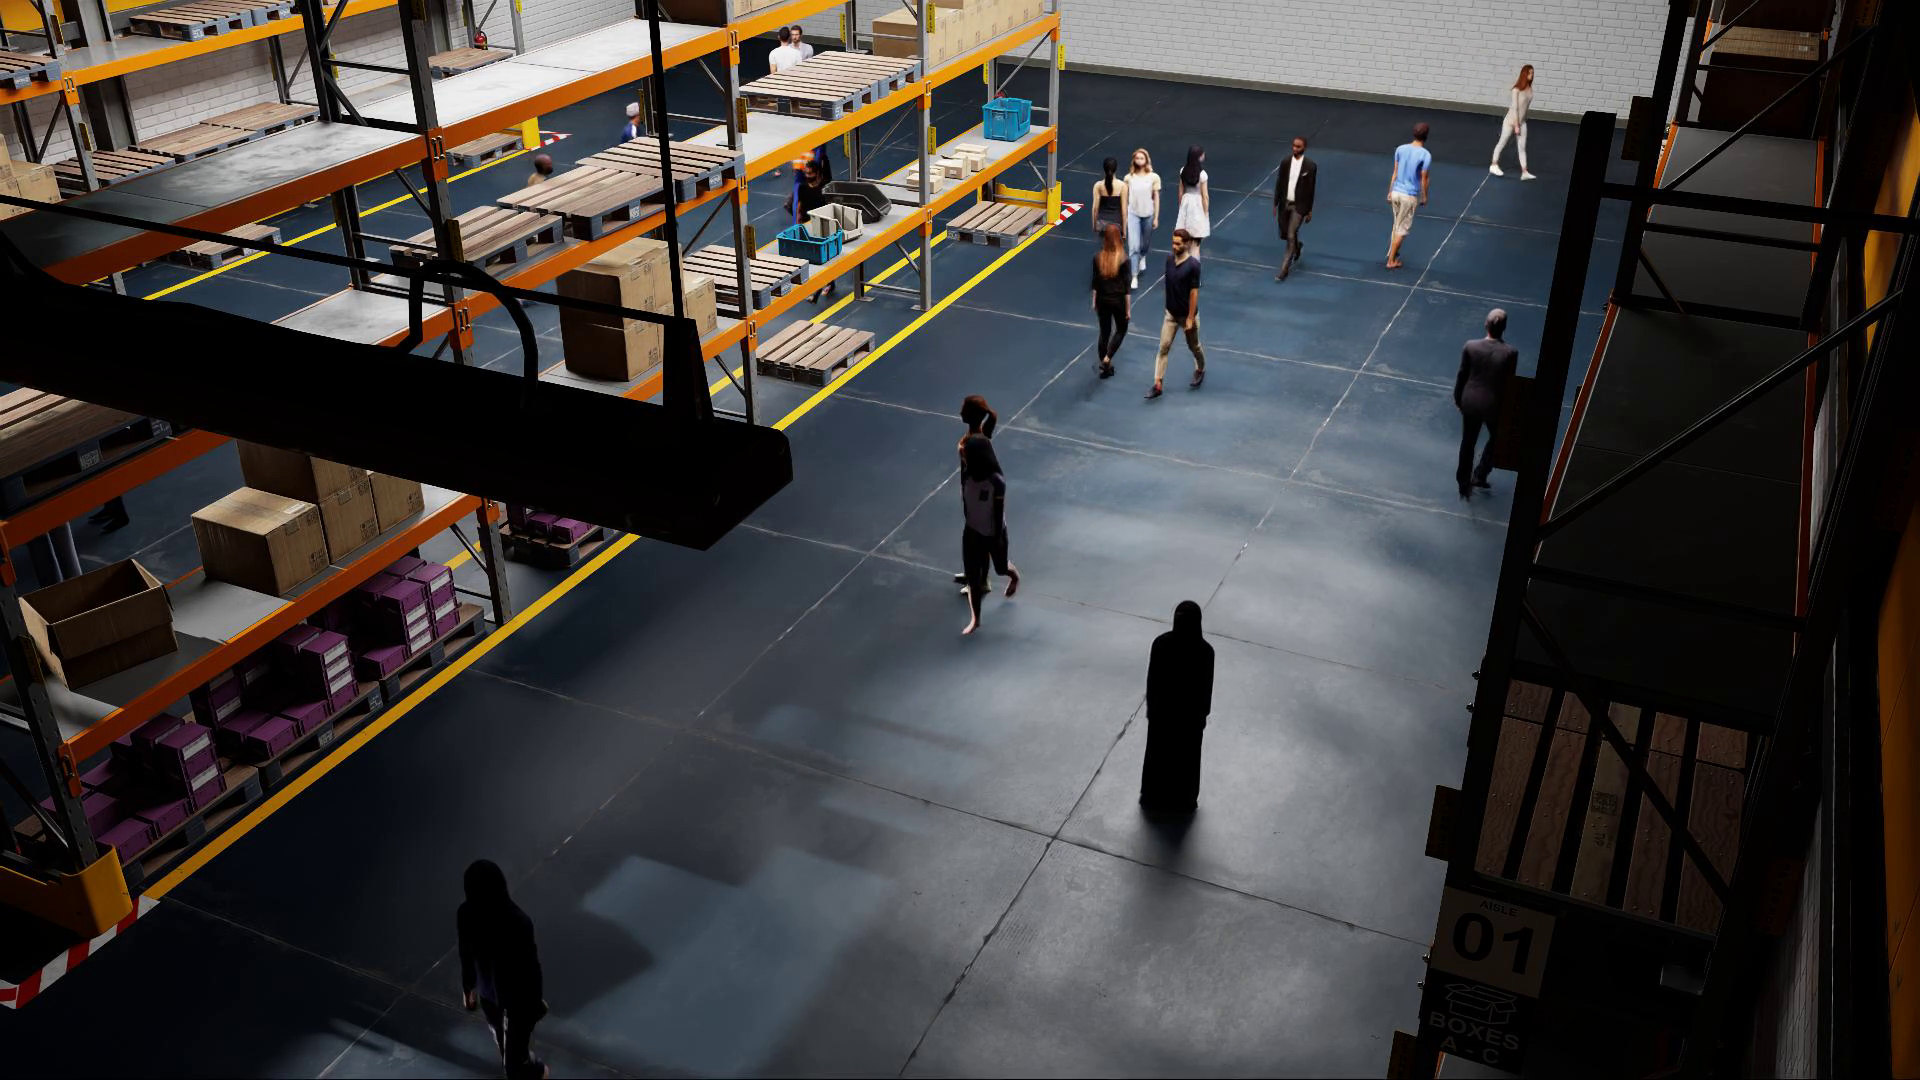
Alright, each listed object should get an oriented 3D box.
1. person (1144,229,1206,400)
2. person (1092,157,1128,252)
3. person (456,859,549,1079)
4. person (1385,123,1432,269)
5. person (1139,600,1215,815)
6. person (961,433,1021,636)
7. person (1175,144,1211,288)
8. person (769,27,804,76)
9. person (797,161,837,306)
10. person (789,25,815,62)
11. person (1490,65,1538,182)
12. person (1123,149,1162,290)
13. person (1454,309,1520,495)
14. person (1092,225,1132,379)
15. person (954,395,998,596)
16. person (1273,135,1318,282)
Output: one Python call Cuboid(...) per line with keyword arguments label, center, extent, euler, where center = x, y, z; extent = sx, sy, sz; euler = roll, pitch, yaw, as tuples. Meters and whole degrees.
Cuboid(label="person", center=(2.408, -2.408, 17.597), extent=(0.846, 1.809, 1.222), euler=(22, 35, 34))
Cuboid(label="person", center=(1.809, -3.747, 20.163), extent=(0.825, 1.703, 1.111), euler=(2, 29, 3))
Cuboid(label="person", center=(-2.386, 2.367, 8.933), extent=(0.613, 1.723, 0.594), euler=(11, 31, 20))
Cuboid(label="person", center=(5.616, -4.347, 21.116), extent=(0.867, 1.843, 0.812), euler=(-23, 36, -35))
Cuboid(label="person", center=(1.490, 1.125, 11.325), extent=(0.625, 1.613, 0.617), euler=(9, 30, 16))
Cuboid(label="person", center=(0.263, -0.097, 13.507), extent=(0.670, 1.669, 1.078), euler=(15, 32, 26))
Cuboid(label="person", center=(2.873, -4.000, 20.554), extent=(0.737, 1.773, 0.750), euler=(25, 37, 37))
Cuboid(label="person", center=(-2.716, -7.124, 26.184), extent=(0.758, 1.866, 0.753), euler=(-3, 29, -5))
Cuboid(label="person", center=(-1.676, -3.750, 20.156), extent=(0.630, 1.715, 1.109), euler=(12, 31, 21))
Cuboid(label="person", center=(-2.532, -7.240, 26.416), extent=(0.722, 1.847, 0.670), euler=(5, 29, 8))
Cuboid(label="person", center=(8.159, -6.177, 24.662), extent=(1.084, 1.660, 1.067), euler=(-14, 32, -24))
Cuboid(label="person", center=(2.257, -4.025, 20.679), extent=(0.842, 1.697, 1.152), euler=(4, 29, 6))
Cuboid(label="person", center=(4.851, -1.236, 15.436), extent=(0.767, 1.822, 0.665), euler=(16, 32, 27))
Cuboid(label="person", center=(1.586, -2.517, 17.911), extent=(0.661, 1.701, 0.715), euler=(16, 32, 26))
Cuboid(label="person", center=(0.143, -0.380, 13.900), extent=(0.722, 1.791, 0.636), euler=(-3, 29, -6))
Cuboid(label="person", center=(4.219, -4.189, 20.896), extent=(0.789, 1.778, 1.113), euler=(18, 34, 30))
